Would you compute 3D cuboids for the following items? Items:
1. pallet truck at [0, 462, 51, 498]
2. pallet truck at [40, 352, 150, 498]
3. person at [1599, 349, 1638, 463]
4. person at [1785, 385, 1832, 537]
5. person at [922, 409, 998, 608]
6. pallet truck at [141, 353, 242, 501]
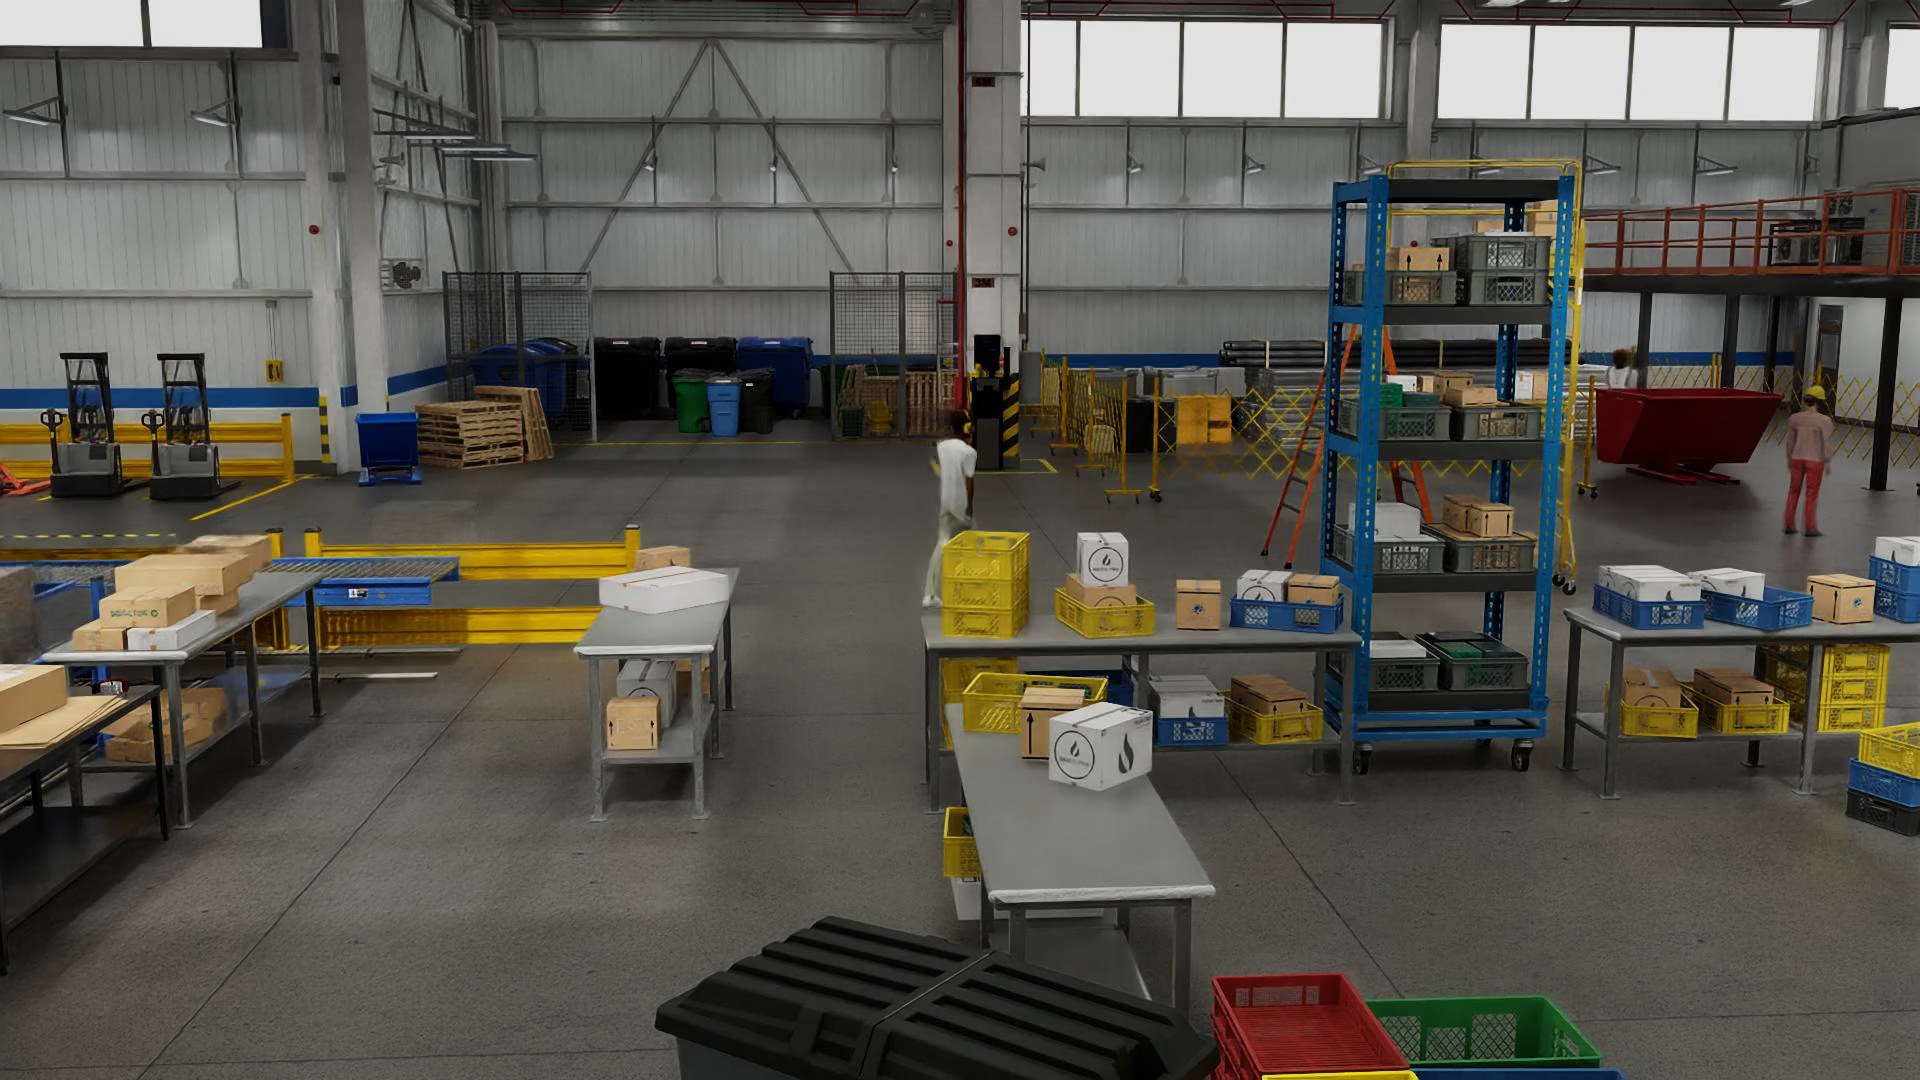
[{"bbox_3d":[-13.193,-1.293,23.148,0.653,1.274,1.630,-1,9,-4],"label":"pallet truck"},{"bbox_3d":[-11.907,-1.642,23.165,0.823,1.965,1.885,0,9,0],"label":"pallet truck"},{"bbox_3d":[10.760,-2.185,27.067,0.582,1.852,0.944,8,12,42],"label":"person"},{"bbox_3d":[9.881,-0.919,19.347,0.326,1.767,0.533,-5,11,-30],"label":"person"},{"bbox_3d":[-0.009,-0.299,15.301,0.512,1.822,0.981,7,11,37],"label":"person"},{"bbox_3d":[-10.520,-1.604,22.925,0.823,1.965,1.885,-1,9,-6],"label":"pallet truck"}]
